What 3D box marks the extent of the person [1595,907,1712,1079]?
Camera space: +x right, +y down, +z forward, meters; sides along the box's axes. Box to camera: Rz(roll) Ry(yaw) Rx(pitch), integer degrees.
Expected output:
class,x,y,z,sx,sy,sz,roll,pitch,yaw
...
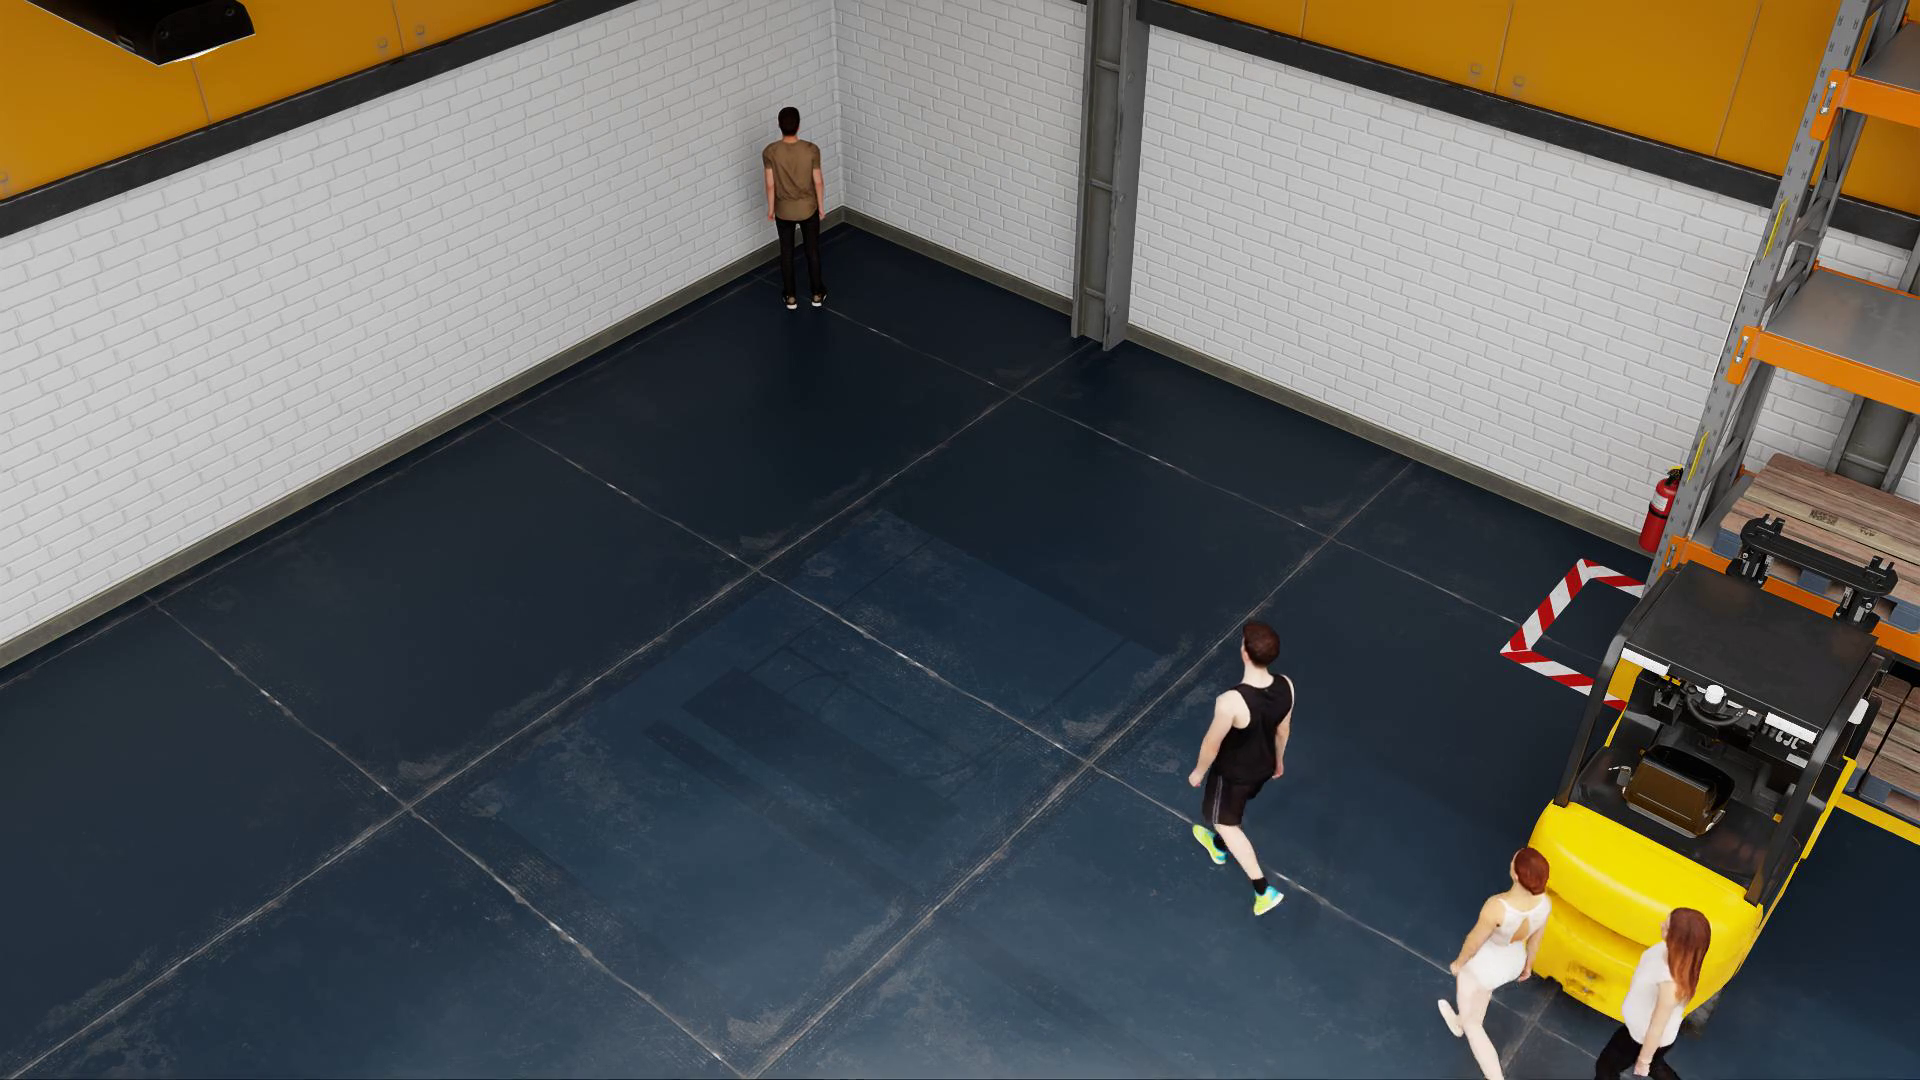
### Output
class,x,y,z,sx,sy,sz,roll,pitch,yaw
person,3.402,2.369,7.992,0.994,1.702,0.622,24,44,27

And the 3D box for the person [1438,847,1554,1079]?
class,x,y,z,sx,sy,sz,roll,pitch,yaw
person,2.696,2.188,8.288,0.846,1.615,1.072,-14,41,-17

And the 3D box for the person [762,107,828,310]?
class,x,y,z,sx,sy,sz,roll,pitch,yaw
person,-1.424,-2.881,14.446,0.736,1.852,0.799,-3,39,-3

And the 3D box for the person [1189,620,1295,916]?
class,x,y,z,sx,sy,sz,roll,pitch,yaw
person,1.610,1.298,9.200,0.874,1.868,1.151,-22,44,-25
